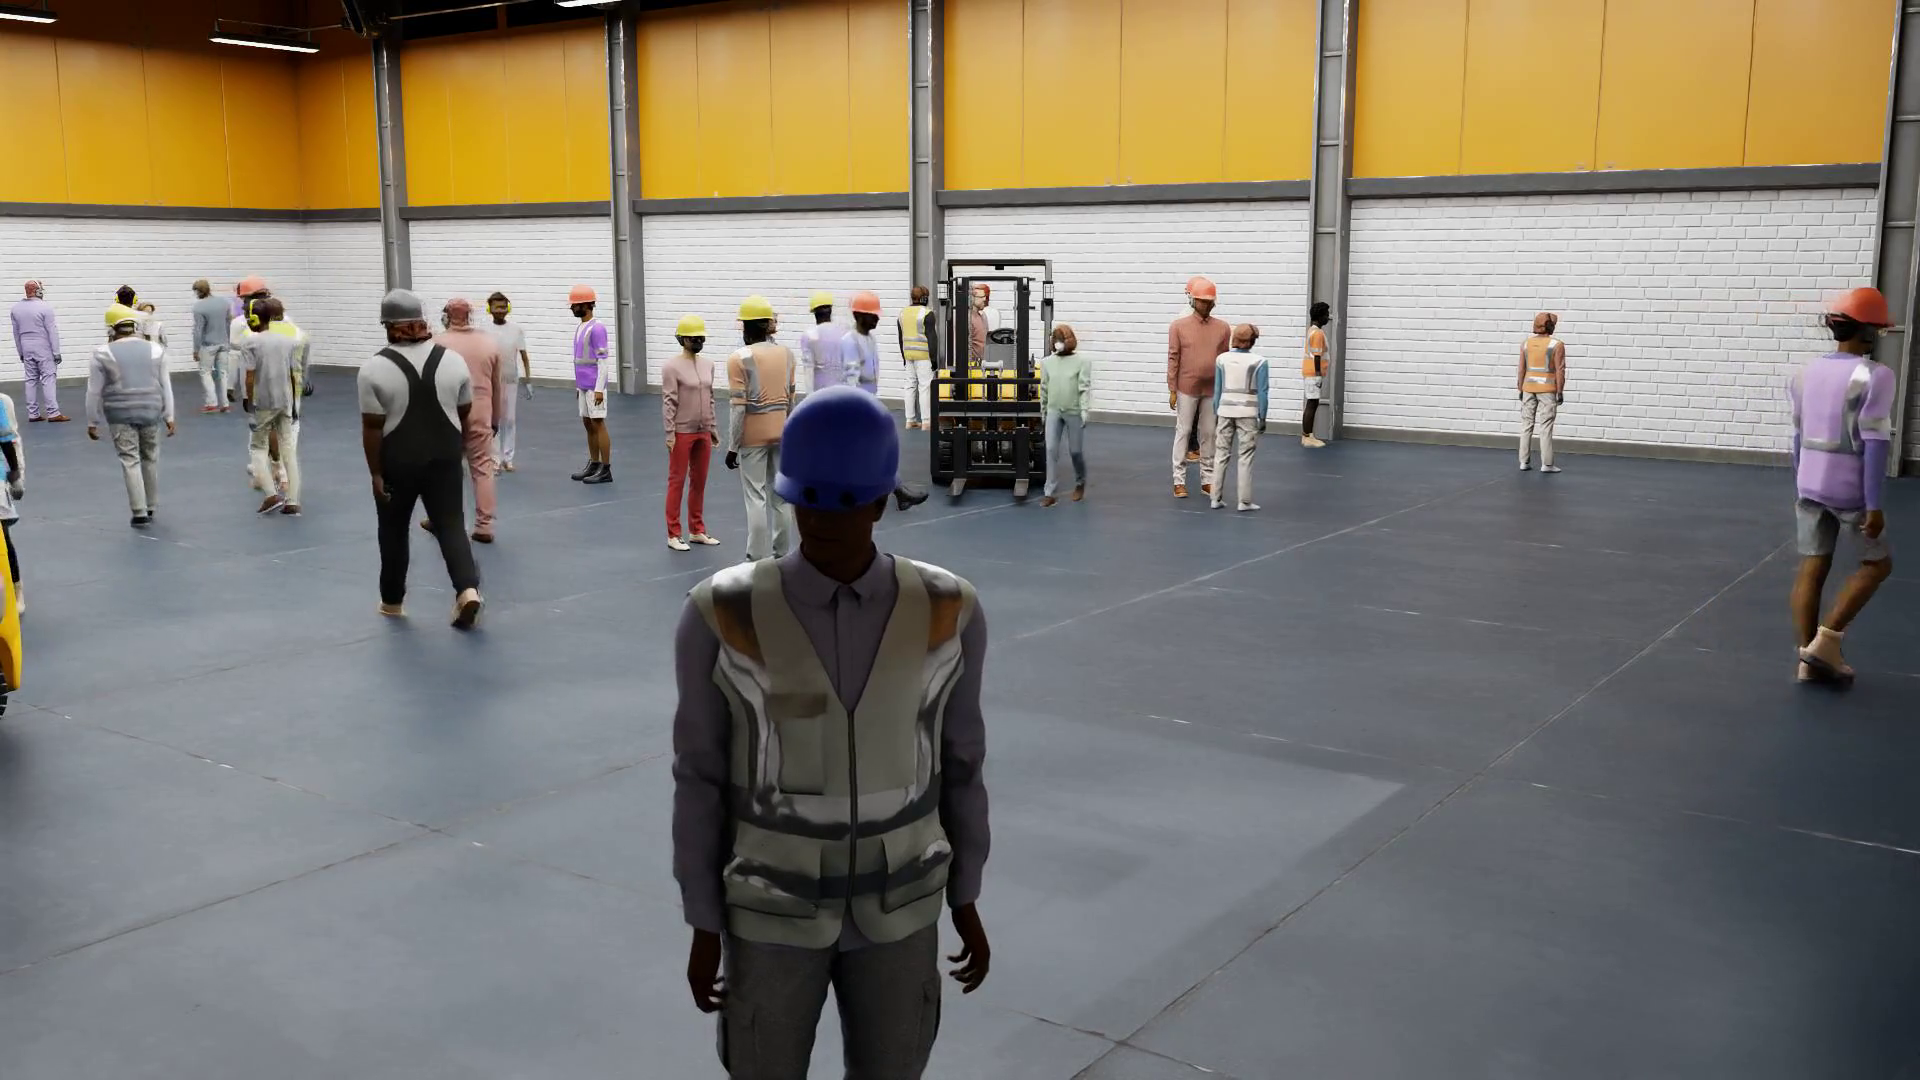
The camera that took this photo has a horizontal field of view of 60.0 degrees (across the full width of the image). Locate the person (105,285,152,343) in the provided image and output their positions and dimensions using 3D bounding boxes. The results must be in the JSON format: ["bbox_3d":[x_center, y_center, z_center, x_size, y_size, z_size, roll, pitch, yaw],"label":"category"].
[{"bbox_3d":[-10.030,-2.142,20.129,0.528,1.871,0.323,-6,11,-30],"label":"person"}]

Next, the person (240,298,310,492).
[{"bbox_3d":[-6.479,-1.374,15.729,0.644,1.810,0.730,-6,11,-31],"label":"person"}]

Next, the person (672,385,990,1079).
[{"bbox_3d":[-0.230,0.680,3.108,0.602,1.941,0.402,-3,10,-16],"label":"person"}]

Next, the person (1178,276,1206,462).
[{"bbox_3d":[2.546,-1.848,18.006,0.381,1.994,0.622,5,11,27],"label":"person"}]

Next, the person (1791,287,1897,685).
[{"bbox_3d":[4.463,-0.252,8.398,0.427,2.027,0.639,-3,10,-18],"label":"person"}]

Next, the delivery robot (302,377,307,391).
[{"bbox_3d":[-10.749,-2.602,26.498,0.707,0.478,0.477,6,11,30],"label":"delivery robot"}]

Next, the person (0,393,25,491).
[{"bbox_3d":[-6.323,-0.424,10.714,0.517,1.600,0.771,-6,11,-33],"label":"person"}]

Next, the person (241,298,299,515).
[{"bbox_3d":[-5.836,-1.120,14.123,0.527,1.844,0.551,8,12,39],"label":"person"}]

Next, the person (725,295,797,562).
[{"bbox_3d":[-1.372,-0.702,11.379,0.366,1.927,0.588,7,12,38],"label":"person"}]

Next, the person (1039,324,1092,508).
[{"bbox_3d":[0.935,-1.114,14.762,0.510,1.609,0.691,4,10,22],"label":"person"}]

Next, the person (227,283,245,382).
[{"bbox_3d":[-12.725,-3.674,29.539,0.988,1.773,0.635,4,10,20],"label":"person"}]

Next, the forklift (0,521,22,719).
[{"bbox_3d":[-5.296,-0.090,6.943,1.214,2.155,2.313,7,12,35],"label":"forklift"}]

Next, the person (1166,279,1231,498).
[{"bbox_3d":[2.188,-1.382,15.229,0.611,1.995,0.376,-2,10,-13],"label":"person"}]

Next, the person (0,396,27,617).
[{"bbox_3d":[-5.895,-0.324,9.898,0.576,1.662,0.436,-5,11,-27],"label":"person"}]

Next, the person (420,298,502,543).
[{"bbox_3d":[-3.902,-0.934,12.914,0.681,1.865,0.915,-8,12,-39],"label":"person"}]

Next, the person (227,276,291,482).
[{"bbox_3d":[-6.903,-1.578,16.368,0.865,2.004,0.631,7,12,35],"label":"person"}]

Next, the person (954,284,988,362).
[{"bbox_3d":[0.156,-1.877,18.443,0.402,1.906,0.651,2,10,10],"label":"person"}]

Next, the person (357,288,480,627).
[{"bbox_3d":[-3.194,-0.501,9.845,0.677,2.000,0.949,-7,12,-34],"label":"person"}]

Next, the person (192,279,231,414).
[{"bbox_3d":[-10.552,-2.721,23.536,0.355,1.909,0.664,5,11,25],"label":"person"}]

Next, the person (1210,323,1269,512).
[{"bbox_3d":[2.426,-1.059,14.417,0.526,1.626,0.328,7,12,35],"label":"person"}]

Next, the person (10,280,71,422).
[{"bbox_3d":[-12.344,-2.529,22.324,0.640,1.910,0.407,2,10,11],"label":"person"}]

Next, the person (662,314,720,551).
[{"bbox_3d":[-2.004,-0.807,12.489,0.328,1.767,0.532,7,12,35],"label":"person"}]

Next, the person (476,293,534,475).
[{"bbox_3d":[-4.604,-1.575,16.852,0.539,1.834,0.769,-4,10,-23],"label":"person"}]

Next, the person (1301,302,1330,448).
[{"bbox_3d":[4.129,-1.912,19.305,0.321,1.689,0.530,2,10,10],"label":"person"}]

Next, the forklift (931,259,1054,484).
[{"bbox_3d":[0.370,-1.738,16.759,1.214,2.155,2.313,1,10,3],"label":"forklift"}]

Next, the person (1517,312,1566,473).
[{"bbox_3d":[5.941,-1.504,17.022,0.314,1.636,0.515,-8,12,-38],"label":"person"}]

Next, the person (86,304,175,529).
[{"bbox_3d":[-6.796,-1.010,13.555,0.624,1.805,0.735,-9,13,-43],"label":"person"}]

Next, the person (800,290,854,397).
[{"bbox_3d":[-1.183,-1.409,15.716,0.625,1.886,0.779,-5,11,-26],"label":"person"}]

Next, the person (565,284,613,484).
[{"bbox_3d":[-3.619,-1.512,16.183,0.369,1.933,0.551,-6,11,-33],"label":"person"}]

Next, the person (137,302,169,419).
[{"bbox_3d":[-11.249,-2.490,23.004,0.772,1.610,0.514,7,12,37],"label":"person"}]

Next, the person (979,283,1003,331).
[{"bbox_3d":[0.291,-2.157,20.170,0.355,1.887,0.574,6,11,32],"label":"person"}]

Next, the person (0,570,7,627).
[{"bbox_3d":[-2.551,0.615,3.801,0.714,1.849,0.834,-8,12,-39],"label":"person"}]

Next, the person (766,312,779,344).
[{"bbox_3d":[-2.201,-1.752,18.566,0.694,1.610,0.507,1,10,5],"label":"person"}]

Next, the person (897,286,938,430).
[{"bbox_3d":[-0.506,-2.328,21.319,0.621,1.845,0.429,9,13,43],"label":"person"}]

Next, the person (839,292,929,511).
[{"bbox_3d":[-0.760,-1.159,14.199,0.973,1.885,0.574,5,11,26],"label":"person"}]
